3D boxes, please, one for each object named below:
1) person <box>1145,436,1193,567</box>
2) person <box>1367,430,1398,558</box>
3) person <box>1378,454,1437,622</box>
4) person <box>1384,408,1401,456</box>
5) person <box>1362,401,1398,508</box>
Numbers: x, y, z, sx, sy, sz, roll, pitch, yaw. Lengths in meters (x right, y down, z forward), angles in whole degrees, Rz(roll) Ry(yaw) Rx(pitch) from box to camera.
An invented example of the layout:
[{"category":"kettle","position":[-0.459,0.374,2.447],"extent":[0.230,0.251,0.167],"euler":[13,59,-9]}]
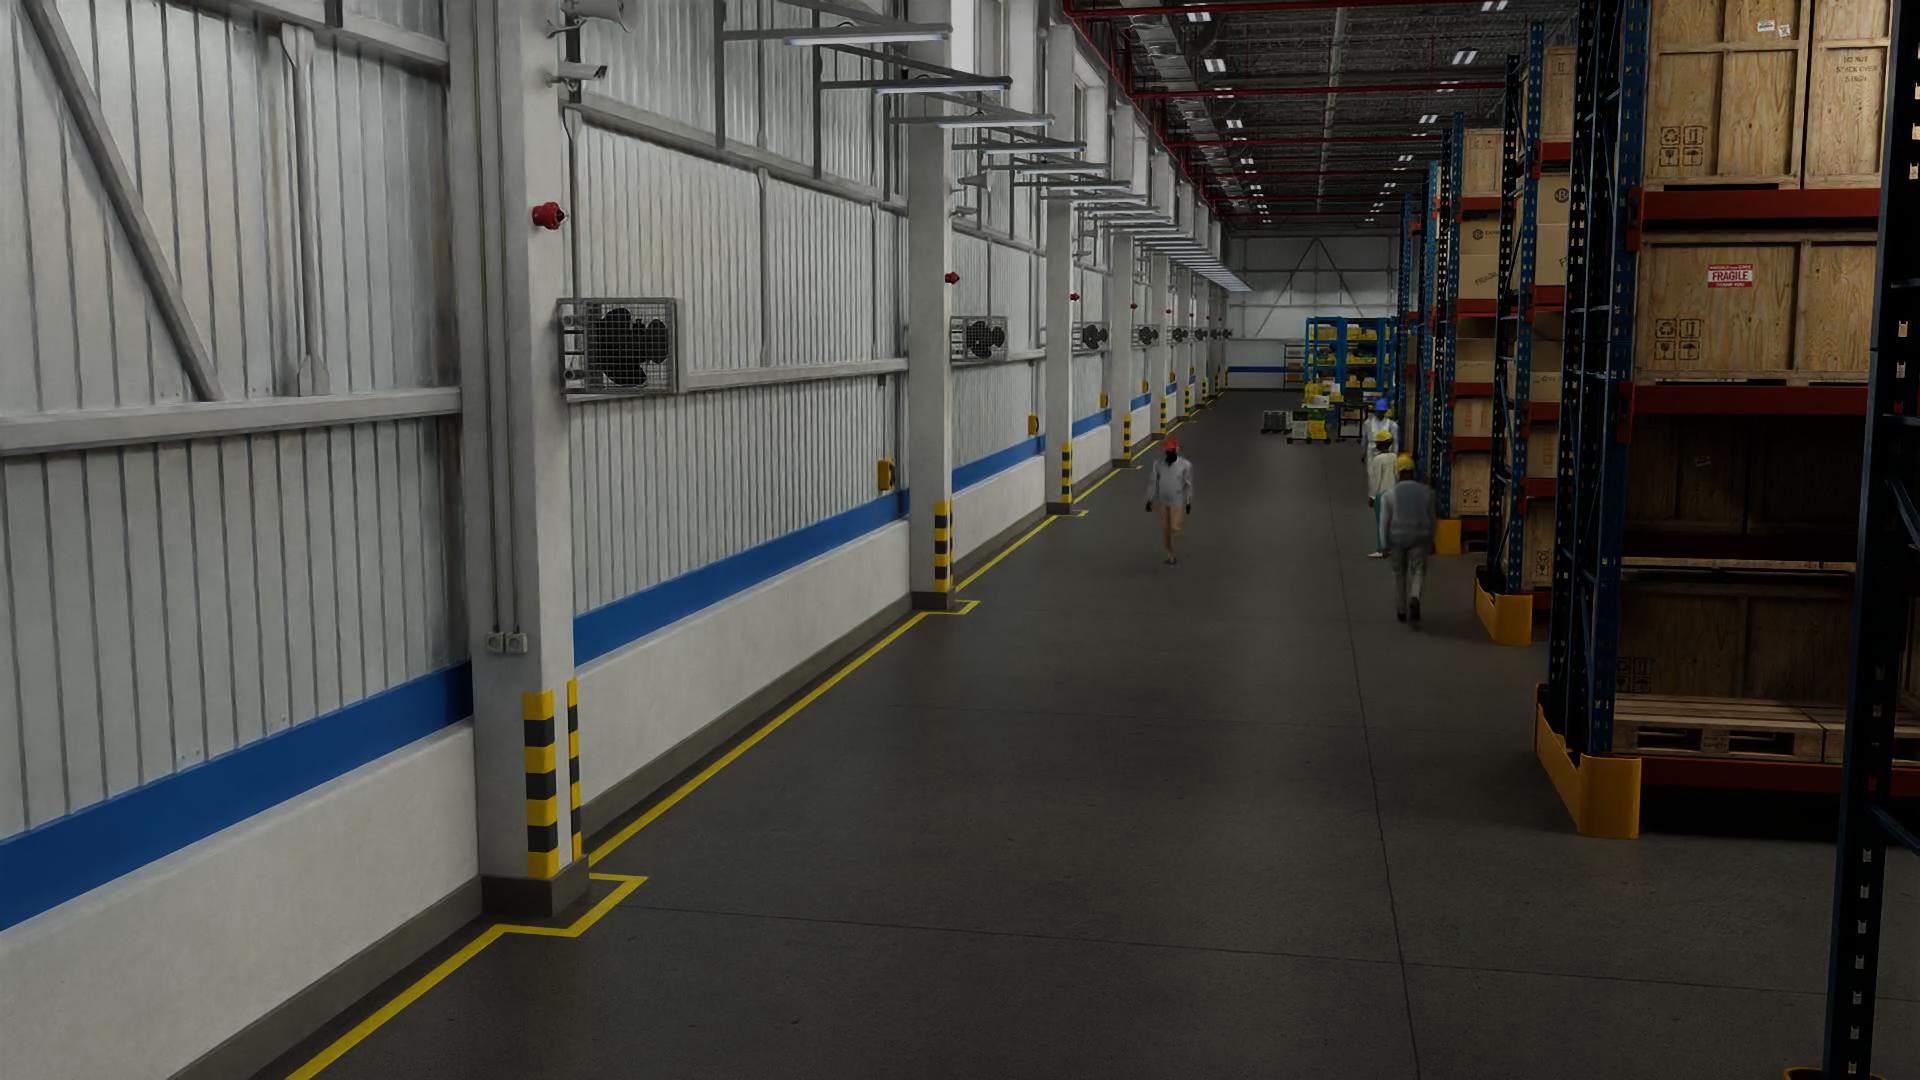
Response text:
[{"category":"person","position":[2.759,-0.517,22.079],"extent":[0.567,1.725,0.657],"euler":[4,8,31]},{"category":"person","position":[5.809,-0.628,22.847],"extent":[0.522,1.768,0.312],"euler":[-7,10,-42]},{"category":"person","position":[4.762,-0.009,17.706],"extent":[0.605,1.809,0.433],"euler":[2,7,12]},{"category":"person","position":[7.931,-1.611,30.978],"extent":[0.499,1.711,0.811],"euler":[2,7,13]},{"category":"person","position":[7.423,-1.514,29.416],"extent":[0.630,1.894,1.028],"euler":[2,7,16]}]
